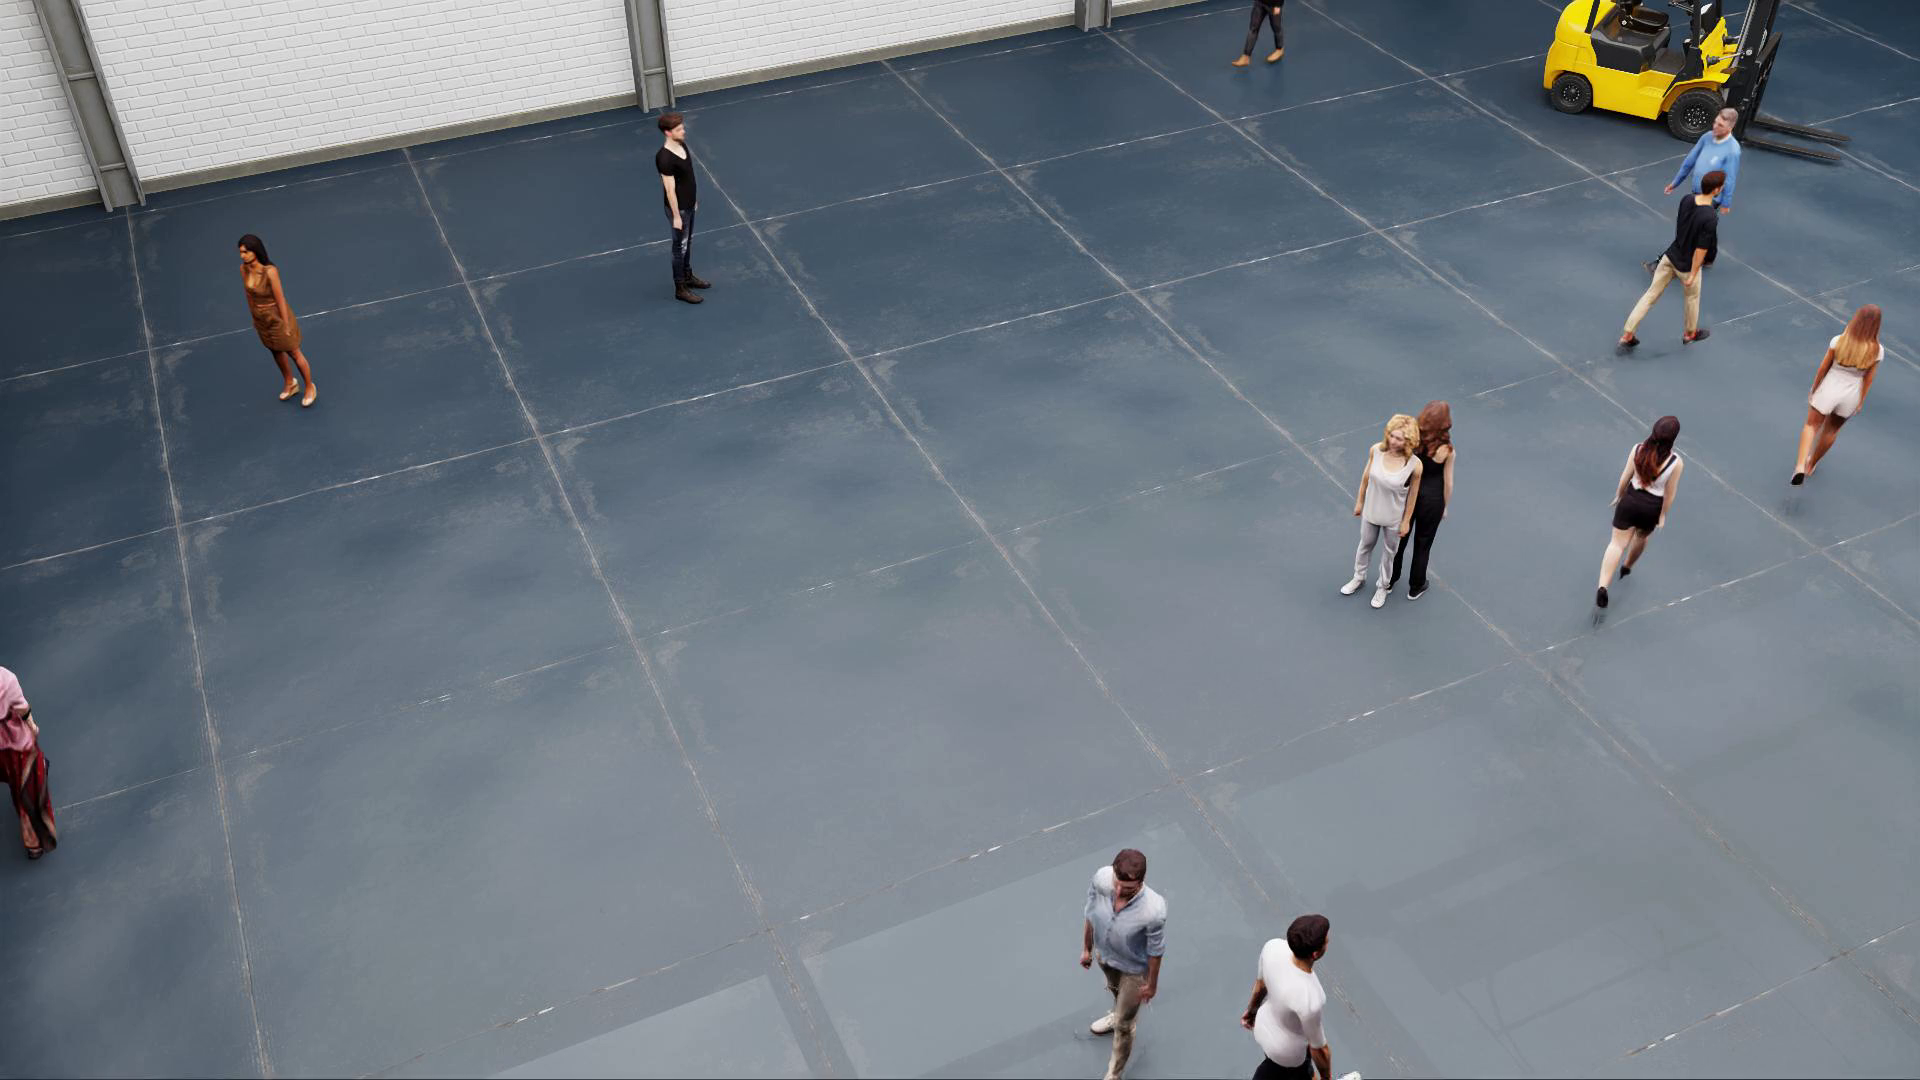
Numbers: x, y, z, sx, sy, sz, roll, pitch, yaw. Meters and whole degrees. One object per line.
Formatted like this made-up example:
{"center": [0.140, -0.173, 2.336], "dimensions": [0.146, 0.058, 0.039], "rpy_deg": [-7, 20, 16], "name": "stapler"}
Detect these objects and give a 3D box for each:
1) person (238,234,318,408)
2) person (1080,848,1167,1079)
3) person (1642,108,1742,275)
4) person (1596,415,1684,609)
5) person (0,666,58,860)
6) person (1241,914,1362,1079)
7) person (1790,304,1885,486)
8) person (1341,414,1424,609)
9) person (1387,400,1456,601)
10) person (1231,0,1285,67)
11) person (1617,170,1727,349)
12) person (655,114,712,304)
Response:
{"center": [-6.022, -1.932, 14.616], "dimensions": [0.632, 1.684, 0.682], "rpy_deg": [15, 41, 18], "name": "person"}
{"center": [0.932, 2.273, 9.235], "dimensions": [0.939, 1.828, 0.813], "rpy_deg": [-26, 46, -29], "name": "person"}
{"center": [7.466, -3.429, 16.437], "dimensions": [1.199, 1.750, 0.827], "rpy_deg": [-8, 39, -9], "name": "person"}
{"center": [5.080, -0.189, 12.485], "dimensions": [0.926, 1.620, 1.123], "rpy_deg": [22, 43, 25], "name": "person"}
{"center": [-6.179, 1.224, 10.733], "dimensions": [1.085, 1.599, 0.881], "rpy_deg": [-6, 39, -7], "name": "person"}
{"center": [1.610, 2.666, 8.762], "dimensions": [1.233, 1.805, 0.845], "rpy_deg": [-9, 40, -11], "name": "person"}
{"center": [7.179, -1.143, 13.634], "dimensions": [0.877, 1.678, 1.002], "rpy_deg": [20, 43, 23], "name": "person"}
{"center": [3.208, -0.237, 12.505], "dimensions": [0.682, 1.671, 0.688], "rpy_deg": [26, 45, 29], "name": "person"}
{"center": [3.454, -0.299, 12.521], "dimensions": [0.666, 1.747, 0.697], "rpy_deg": [19, 42, 22], "name": "person"}
{"center": [3.888, -6.707, 20.597], "dimensions": [1.122, 1.682, 0.812], "rpy_deg": [-25, 45, -28], "name": "person"}
{"center": [6.533, -2.514, 15.246], "dimensions": [1.161, 1.807, 0.654], "rpy_deg": [-15, 41, -18], "name": "person"}
{"center": [-2.712, -3.227, 16.067], "dimensions": [0.776, 1.897, 0.760], "rpy_deg": [6, 39, 7], "name": "person"}
